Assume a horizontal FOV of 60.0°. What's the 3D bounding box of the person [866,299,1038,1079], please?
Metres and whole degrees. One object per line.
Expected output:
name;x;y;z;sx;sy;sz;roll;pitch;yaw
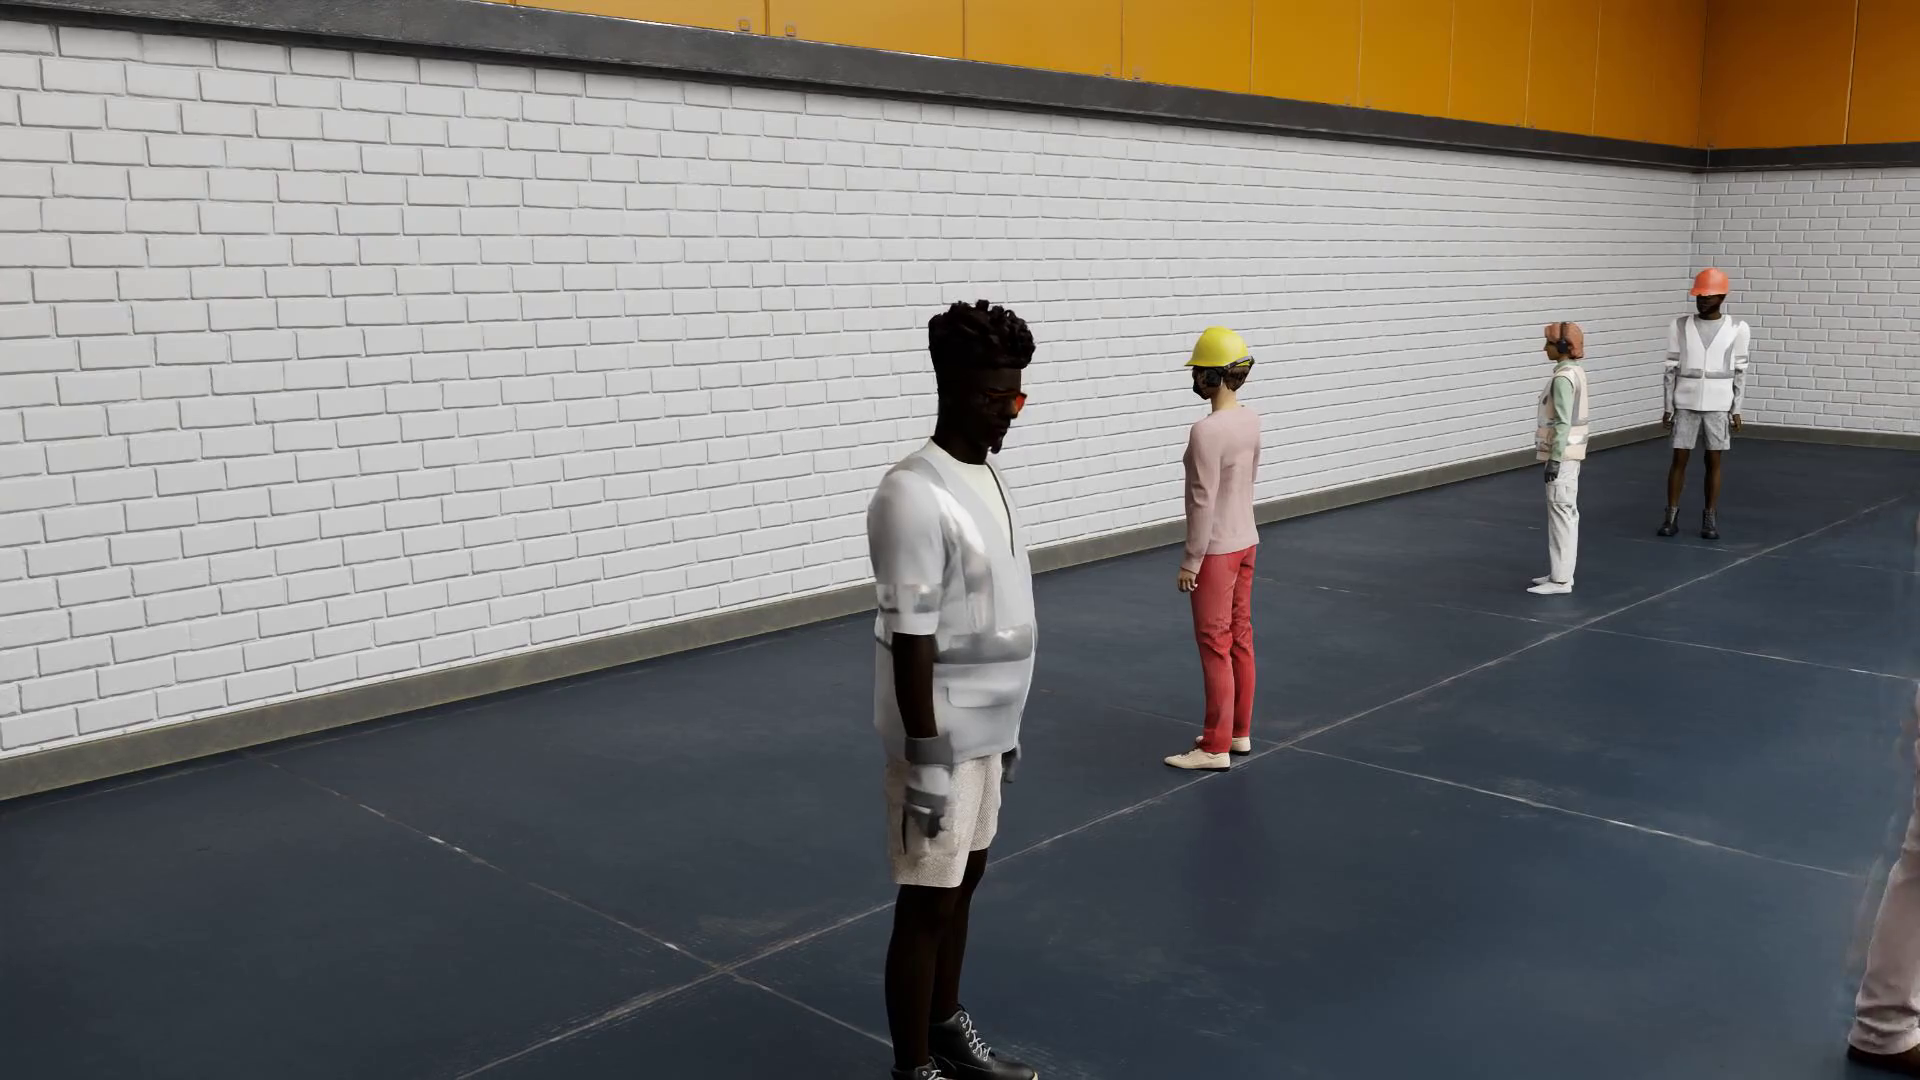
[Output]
person;-0.003;0.431;3.859;0.375;1.959;0.600;3;10;17

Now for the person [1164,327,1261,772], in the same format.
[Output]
person;1.020;0.040;6.636;0.310;1.769;0.525;6;12;31

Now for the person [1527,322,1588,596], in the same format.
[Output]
person;3.604;-0.484;9.988;0.308;1.636;0.524;5;11;26

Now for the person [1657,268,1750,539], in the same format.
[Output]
person;5.316;-0.968;11.896;0.547;1.934;0.376;5;11;26

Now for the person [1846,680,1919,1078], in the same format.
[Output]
person;2.594;0.469;3.894;0.846;1.878;0.648;5;11;27
